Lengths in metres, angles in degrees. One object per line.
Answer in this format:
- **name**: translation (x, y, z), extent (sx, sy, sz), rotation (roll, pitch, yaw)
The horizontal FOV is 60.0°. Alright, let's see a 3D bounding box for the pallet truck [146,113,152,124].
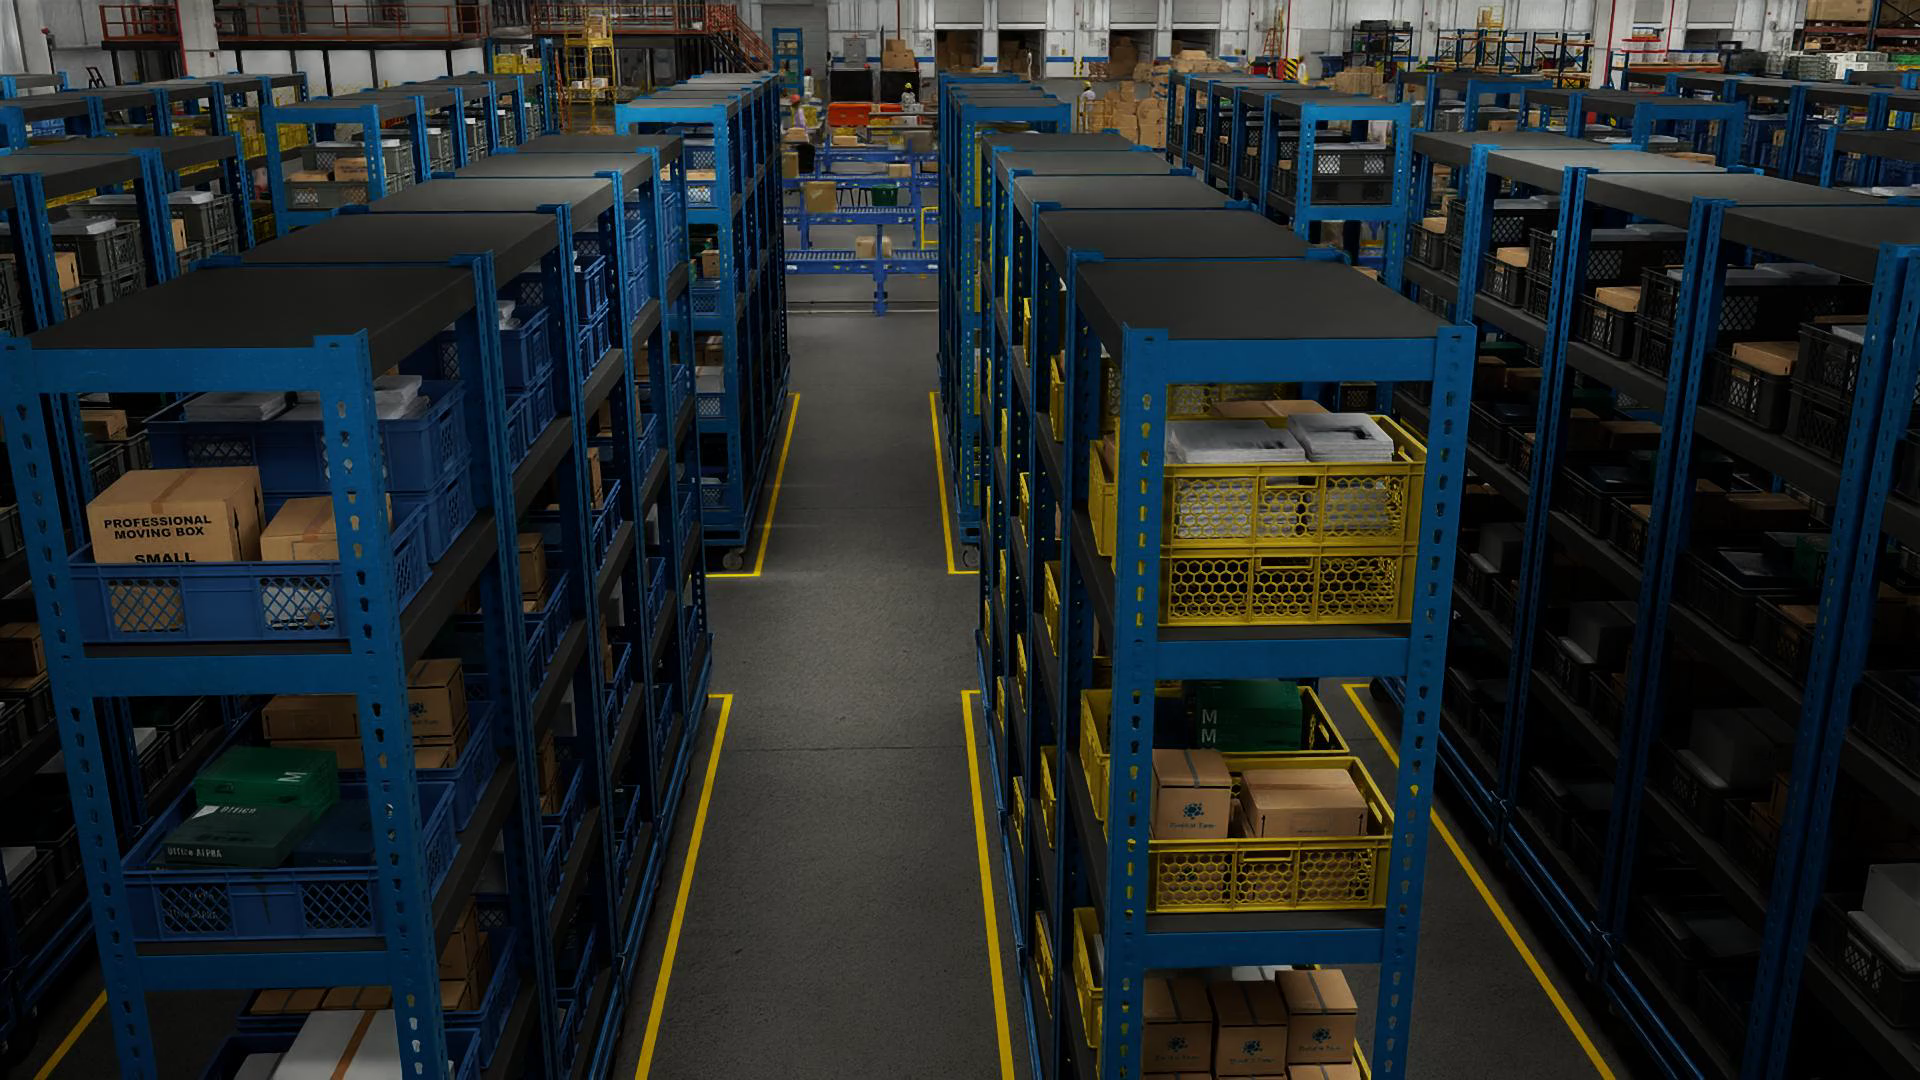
- **pallet truck**: translation (-18.087, -8.309, 36.390), extent (1.885, 1.965, 0.823), rotation (-1, 18, -4)

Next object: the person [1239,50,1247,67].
- **person**: translation (15.792, -26.232, 92.145), extent (0.859, 1.811, 0.658), rotation (11, 21, 31)

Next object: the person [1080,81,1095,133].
- **person**: translation (4.155, -14.092, 54.543), extent (0.590, 1.837, 0.404), rotation (-15, 23, -39)

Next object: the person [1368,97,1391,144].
- **person**: translation (11.455, -11.173, 45.496), extent (0.662, 1.859, 1.004), rotation (1, 18, 4)

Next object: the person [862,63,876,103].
- **person**: translation (-3.796, -18.986, 69.572), extent (0.543, 1.914, 0.704), rotation (17, 24, 42)

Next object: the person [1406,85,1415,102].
- **person**: translation (15.351, -14.731, 56.843), extent (0.328, 1.620, 0.531), rotation (13, 22, 35)

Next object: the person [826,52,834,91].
- **person**: translation (-6.589, -23.772, 84.385), extent (0.384, 1.913, 0.593), rotation (-15, 23, -40)

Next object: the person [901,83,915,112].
- **person**: translation (-1.714, -14.354, 55.503), extent (0.493, 1.743, 0.299), rotation (-8, 20, -24)

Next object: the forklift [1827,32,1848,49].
- **forklift**: translation (46.023, -25.321, 87.619), extent (1.129, 2.768, 1.873), rotation (-1, 18, -2)

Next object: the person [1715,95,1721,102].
- **person**: translation (21.692, -11.852, 47.726), extent (0.535, 1.767, 0.315), rotation (-16, 24, -40)

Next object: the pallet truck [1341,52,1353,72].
- **pallet truck**: translation (18.794, -23.123, 82.231), extent (0.823, 1.965, 1.885), rotation (-13, 22, -35)

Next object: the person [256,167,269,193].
- **person**: translation (-13.569, -6.888, 32.453), extent (0.271, 1.715, 0.676), rotation (-14, 22, -36)

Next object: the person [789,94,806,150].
- **person**: translation (-4.295, -10.625, 43.513), extent (0.674, 2.018, 0.627), rotation (-1, 18, -5)

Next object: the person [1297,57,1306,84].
- **person**: translation (16.156, -21.878, 78.590), extent (0.601, 1.866, 0.593), rotation (13, 22, 34)

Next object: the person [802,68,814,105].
- **person**: translation (-5.815, -17.333, 64.525), extent (0.612, 1.859, 0.746), rotation (10, 21, 29)

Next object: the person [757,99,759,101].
- **person**: translation (-5.126, -10.501, 43.293), extent (0.670, 1.923, 0.567), rotation (1, 18, 3)

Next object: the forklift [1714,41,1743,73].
- **forklift**: translation (31.037, -18.815, 67.486), extent (1.129, 2.768, 1.873), rotation (-1, 18, -2)

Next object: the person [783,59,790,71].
- **person**: translation (-9.678, -26.300, 92.215), extent (0.499, 1.897, 0.609), rotation (-5, 19, -15)

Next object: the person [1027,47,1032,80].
- **person**: translation (3.908, -27.078, 94.669), extent (0.316, 1.874, 0.532), rotation (2, 18, 6)

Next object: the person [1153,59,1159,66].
- **person**: translation (8.937, -20.738, 75.014), extent (0.924, 1.906, 0.550), rotation (-6, 19, -17)

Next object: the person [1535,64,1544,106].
- **person**: translation (24.095, -18.862, 69.277), extent (0.528, 1.858, 0.318), rotation (-10, 20, -28)

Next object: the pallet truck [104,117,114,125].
- **pallet truck**: translation (-18.367, -7.885, 35.078), extent (1.885, 1.965, 0.823), rotation (1, 18, 2)

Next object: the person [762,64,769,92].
- **person**: translation (-8.217, -19.290, 70.664), extent (0.529, 1.818, 0.795), rotation (17, 24, 41)
